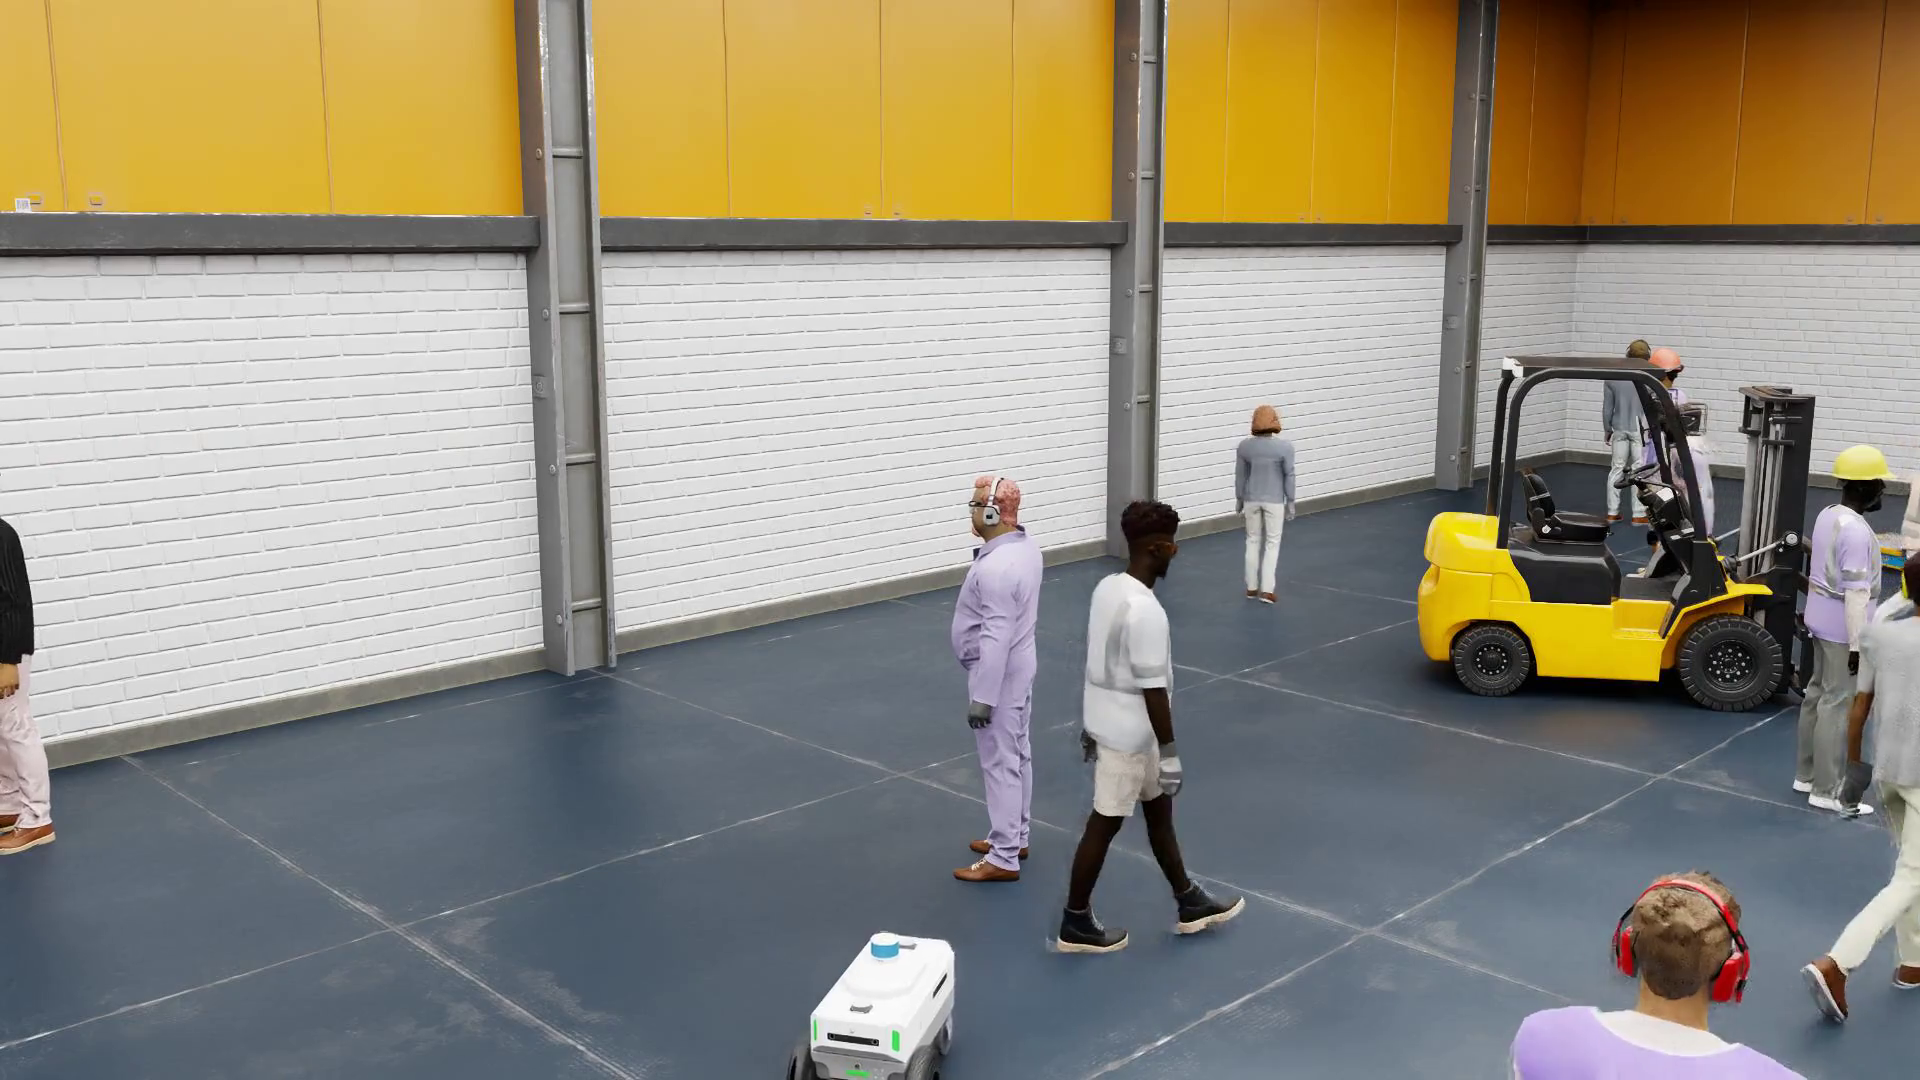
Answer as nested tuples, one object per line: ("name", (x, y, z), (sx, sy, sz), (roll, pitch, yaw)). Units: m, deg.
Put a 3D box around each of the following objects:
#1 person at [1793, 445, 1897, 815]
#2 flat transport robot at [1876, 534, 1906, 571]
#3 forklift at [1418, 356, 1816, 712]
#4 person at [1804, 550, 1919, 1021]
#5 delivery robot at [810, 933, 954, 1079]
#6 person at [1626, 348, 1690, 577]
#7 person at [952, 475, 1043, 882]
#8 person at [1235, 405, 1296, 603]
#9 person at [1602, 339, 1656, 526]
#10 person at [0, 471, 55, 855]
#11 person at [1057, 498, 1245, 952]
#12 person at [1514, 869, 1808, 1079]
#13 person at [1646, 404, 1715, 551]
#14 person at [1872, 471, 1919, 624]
("person", (4.641, 0.460, 8.738), (0.359, 1.930, 0.588), (2, 11, 11))
("flat transport robot", (8.575, 0.143, 14.995), (0.652, 0.197, 1.431), (-3, 11, -16))
("forklift", (4.276, -0.101, 11.076), (2.313, 2.155, 1.214), (2, 11, 13))
("person", (3.647, 0.930, 6.443), (0.893, 1.843, 0.511), (-4, 11, -21))
("delivery robot", (-0.262, 1.629, 5.861), (0.477, 0.478, 0.707), (3, 11, 15))
("person", (6.023, -0.628, 14.359), (0.380, 2.045, 0.605), (9, 14, 41))
("person", (0.161, 0.645, 7.790), (0.407, 1.910, 0.638), (3, 11, 14))
("person", (2.499, -0.281, 13.697), (0.516, 1.647, 0.380), (6, 12, 28))
("person", (7.000, -1.115, 17.300), (0.357, 1.937, 0.637), (-10, 14, -43))
("person", (-4.739, 0.540, 8.130), (0.392, 1.991, 0.613), (-10, 14, -44))
("person", (0.840, 0.790, 6.952), (0.956, 1.913, 0.641), (-2, 11, -9))
("person", (1.372, 1.532, 3.287), (0.584, 1.796, 0.999), (8, 13, 38))
("person", (5.113, -0.081, 12.044), (0.831, 1.798, 0.653), (2, 11, 10))
("person", (6.788, 0.055, 11.835), (0.732, 1.609, 0.545), (3, 11, 13))
